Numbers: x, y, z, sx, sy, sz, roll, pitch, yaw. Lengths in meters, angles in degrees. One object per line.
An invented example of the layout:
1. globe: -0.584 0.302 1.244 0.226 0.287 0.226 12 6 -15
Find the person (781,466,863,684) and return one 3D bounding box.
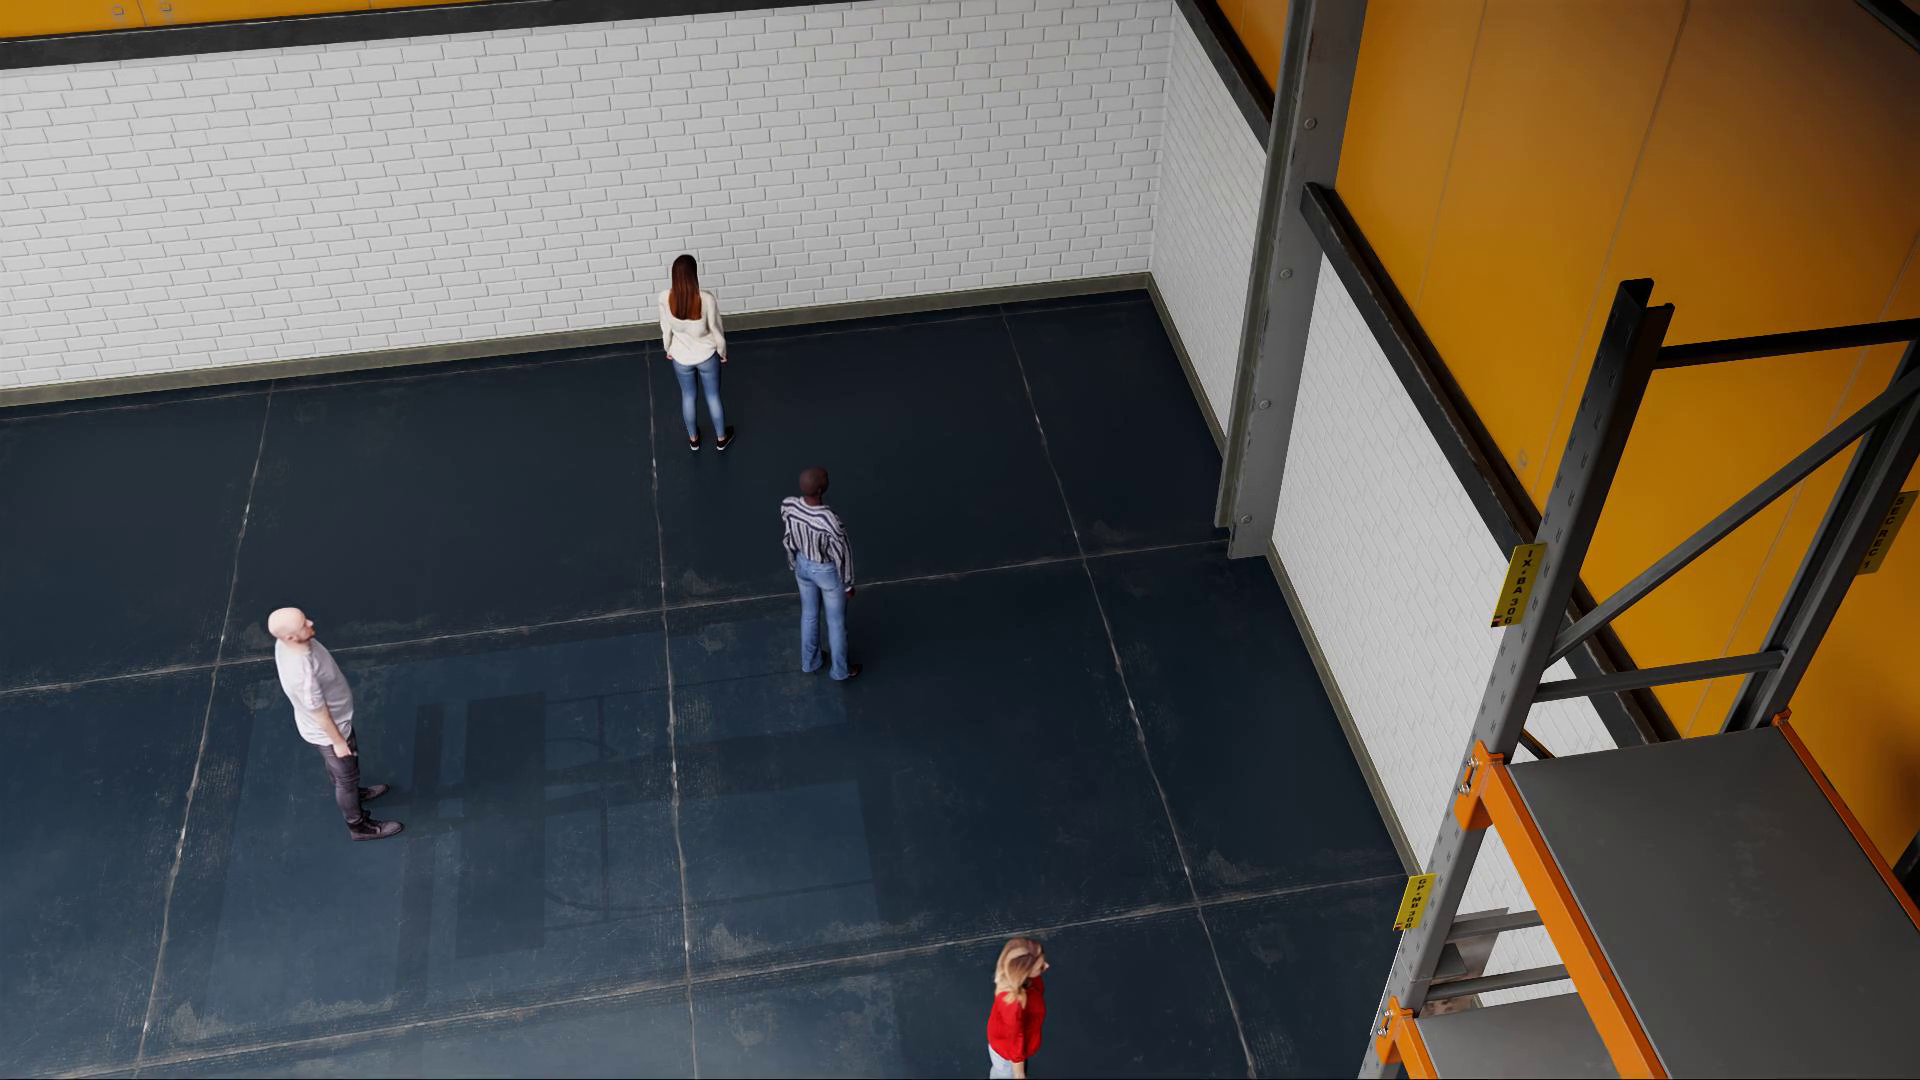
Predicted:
1. person: -0.882 0.230 10.569 0.700 1.795 0.743 22 48 22

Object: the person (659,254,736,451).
1. person: -1.959 -1.381 12.335 0.676 1.691 0.631 3 44 3

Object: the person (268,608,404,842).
1. person: -3.690 1.049 9.683 0.788 1.832 0.620 -19 47 -19

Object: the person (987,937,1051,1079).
1. person: 0.266 2.480 8.275 0.718 1.703 0.507 0 44 0
